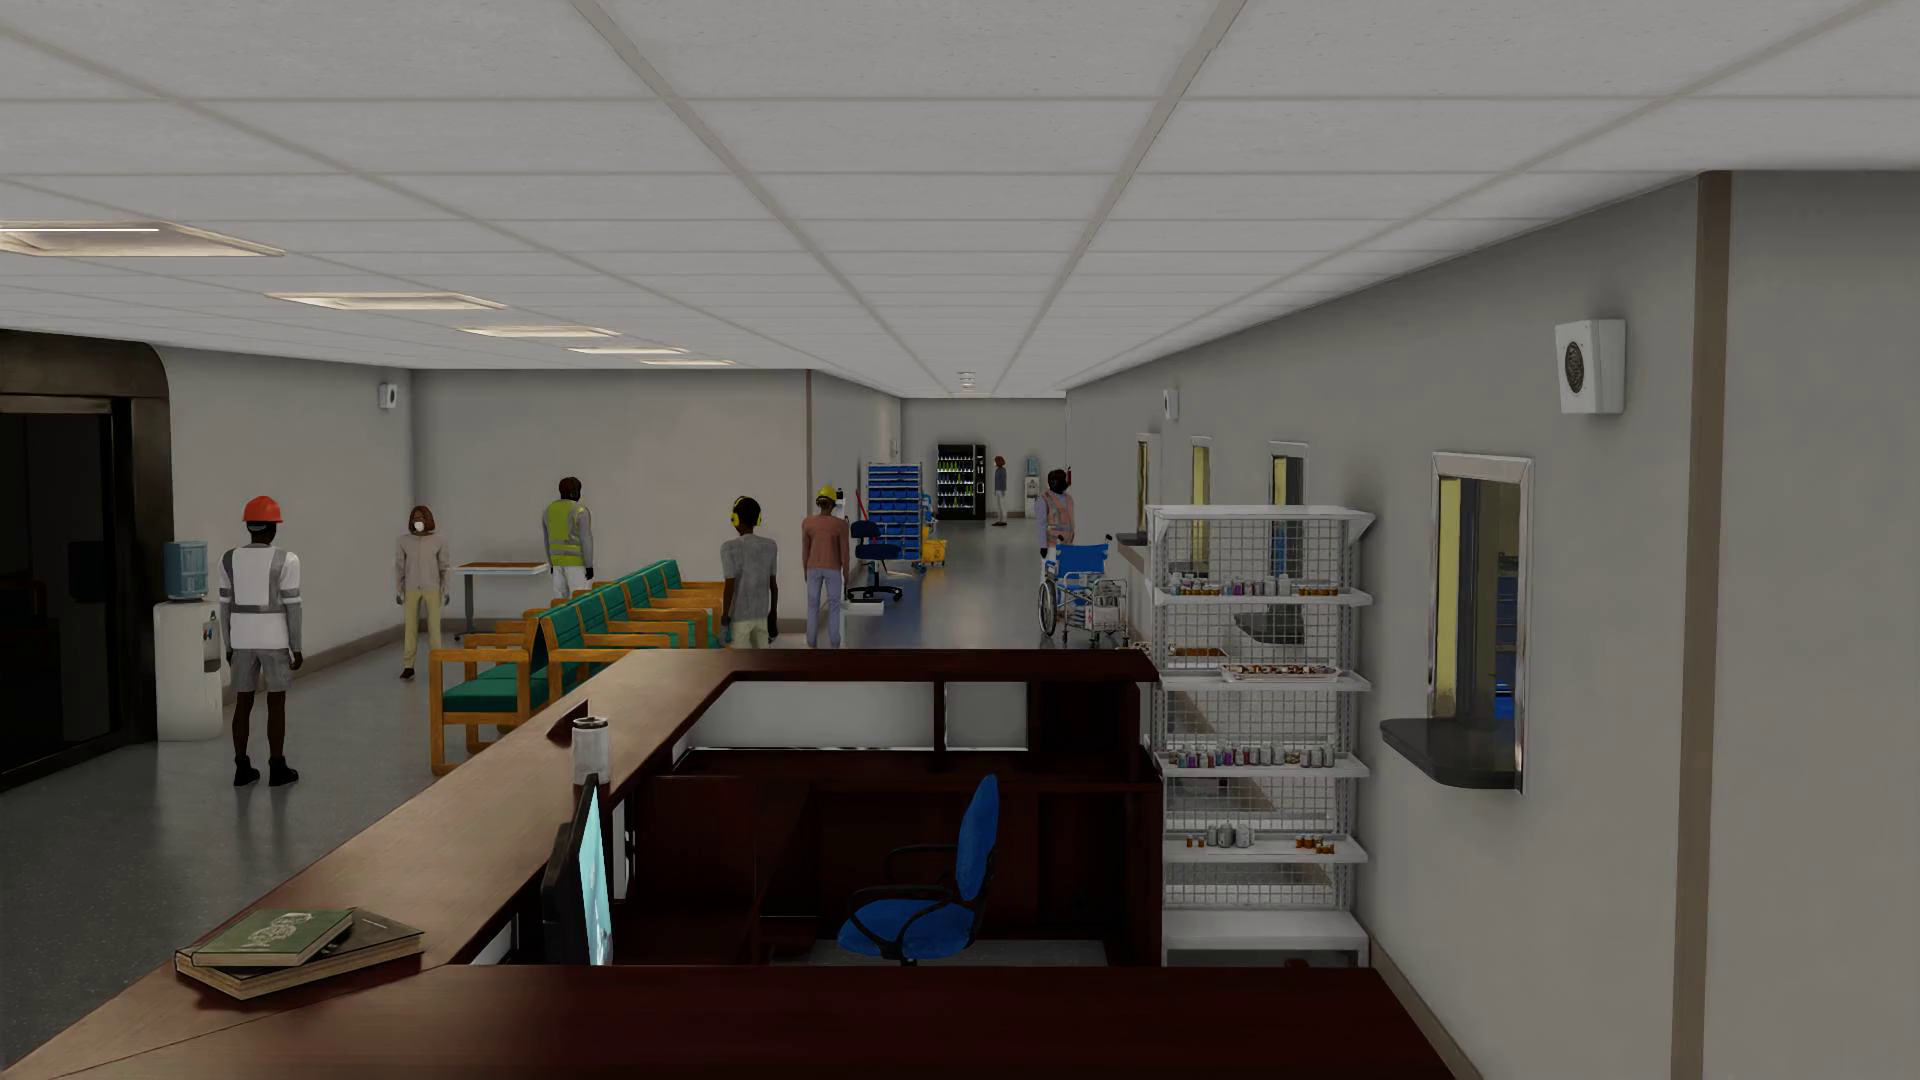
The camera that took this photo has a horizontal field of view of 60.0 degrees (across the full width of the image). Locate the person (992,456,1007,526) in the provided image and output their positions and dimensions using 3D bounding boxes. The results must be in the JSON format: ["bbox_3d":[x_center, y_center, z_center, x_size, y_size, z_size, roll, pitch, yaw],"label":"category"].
[{"bbox_3d":[0.922,-1.124,38.276,0.266,1.631,0.507,-2,4,-22],"label":"person"}]

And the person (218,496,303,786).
[{"bbox_3d":[-4.637,0.671,11.079,0.546,1.929,0.392,0,4,2],"label":"person"}]

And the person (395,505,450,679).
[{"bbox_3d":[-5.046,0.490,15.621,0.499,1.634,0.285,-1,4,-8],"label":"person"}]

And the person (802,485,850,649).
[{"bbox_3d":[-1.389,0.314,17.253,0.518,1.756,0.344,1,4,11],"label":"person"}]

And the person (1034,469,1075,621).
[{"bbox_3d":[1.183,0.060,20.211,0.429,1.847,0.625,4,5,42],"label":"person"}]

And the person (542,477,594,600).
[{"bbox_3d":[-4.084,0.255,17.494,0.624,1.844,0.429,2,5,29],"label":"person"}]

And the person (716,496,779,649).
[{"bbox_3d":[-1.578,0.606,12.377,0.534,1.868,0.310,-4,6,-42],"label":"person"}]
